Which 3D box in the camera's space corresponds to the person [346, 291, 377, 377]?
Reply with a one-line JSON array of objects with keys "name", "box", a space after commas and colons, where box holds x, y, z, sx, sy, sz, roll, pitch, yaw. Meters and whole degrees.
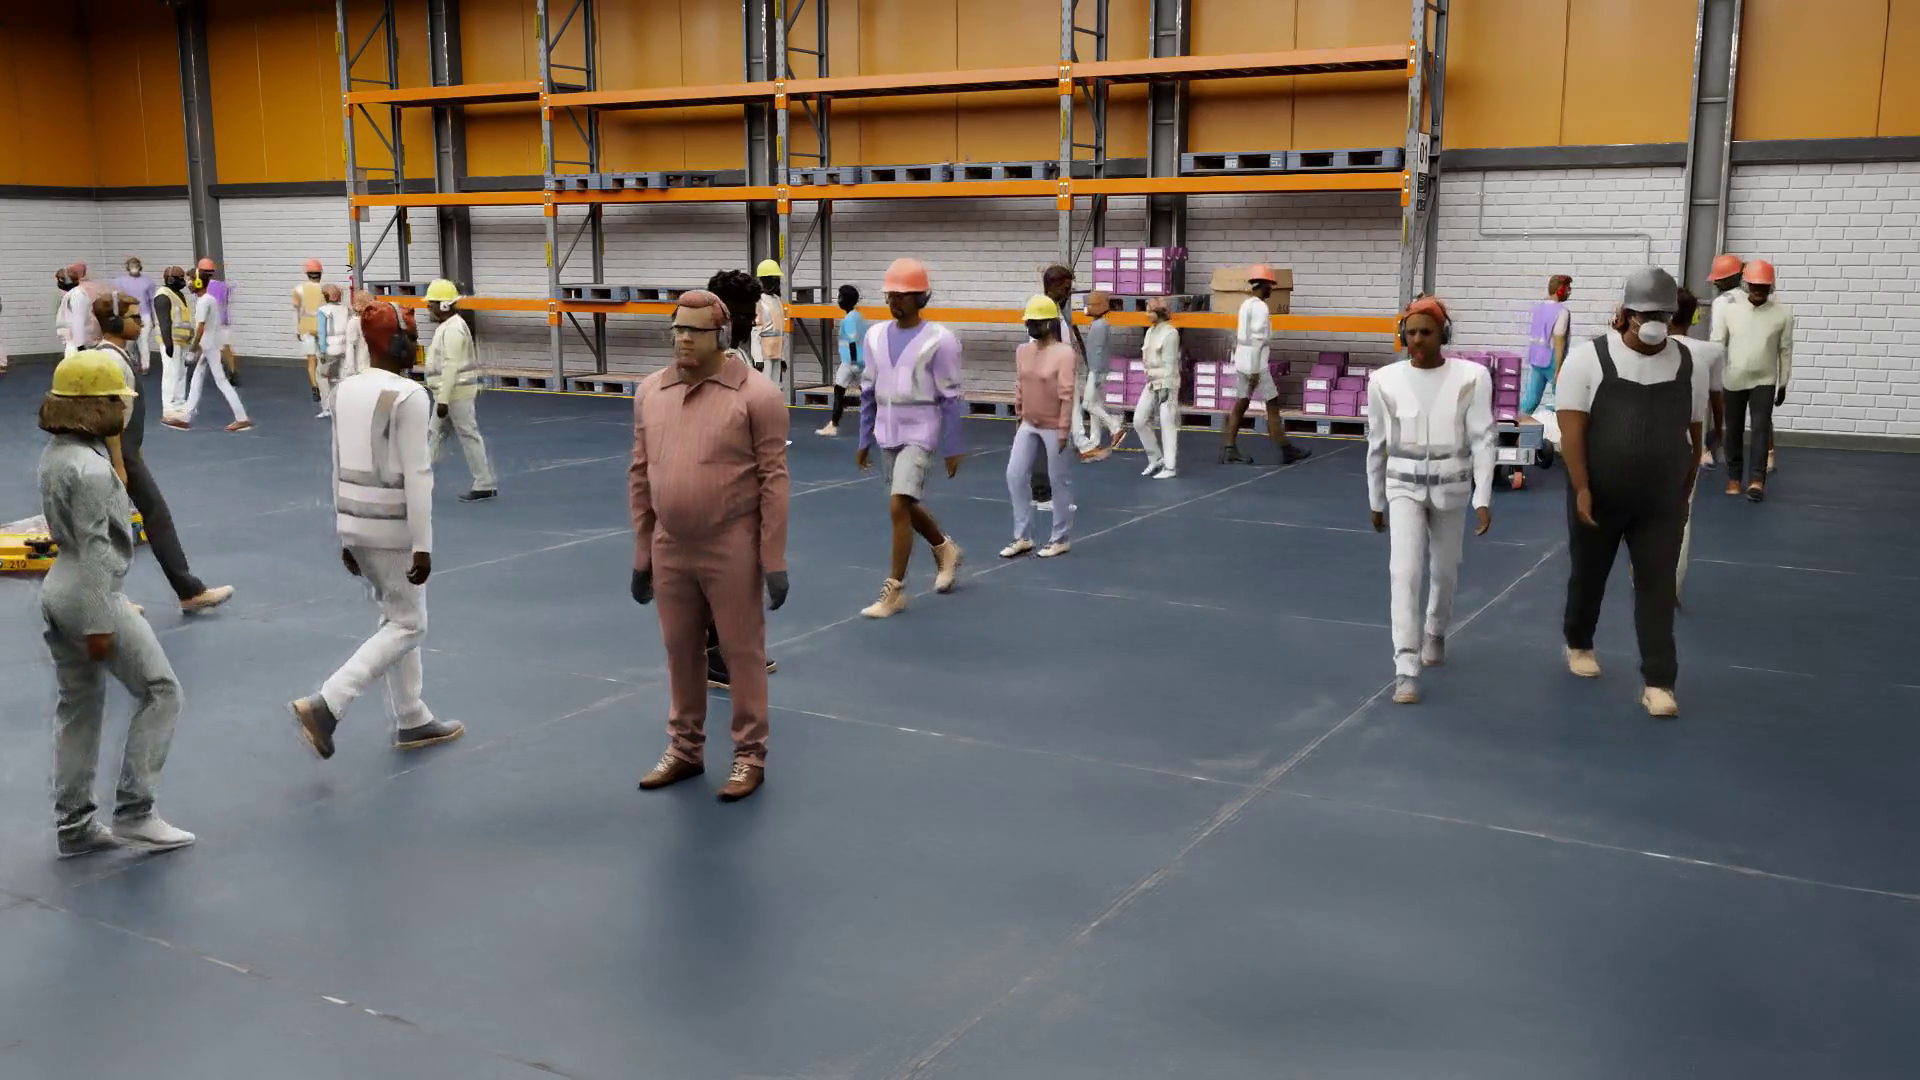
[{"name": "person", "box": [-6.261, -1.845, 17.713, 0.859, 1.584, 0.504, 2, 10, 10]}]

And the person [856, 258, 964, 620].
[{"name": "person", "box": [-0.256, -0.601, 9.512, 0.614, 2.016, 0.986, 8, 13, 37]}]

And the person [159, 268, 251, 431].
[{"name": "person", "box": [-8.454, -2.105, 18.531, 0.940, 1.817, 0.516, -4, 11, -21]}]

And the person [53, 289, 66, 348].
[{"name": "person", "box": [-15.165, -3.749, 28.398, 0.503, 1.639, 0.295, -7, 12, -34]}]

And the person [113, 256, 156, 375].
[{"name": "person", "box": [-13.342, -3.634, 26.963, 0.636, 1.915, 0.904, -5, 11, -27]}]

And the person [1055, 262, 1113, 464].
[{"name": "person", "box": [1.067, -1.671, 15.828, 0.900, 1.906, 0.655, 1, 10, 3]}]

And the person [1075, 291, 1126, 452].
[{"name": "person", "box": [1.387, -1.664, 16.597, 0.414, 1.625, 0.514, 1, 10, 3]}]

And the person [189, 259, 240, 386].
[{"name": "person", "box": [-11.087, -3.216, 24.662, 1.008, 1.885, 0.552, 7, 12, 34]}]

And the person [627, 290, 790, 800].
[{"name": "person", "box": [-0.957, 0.024, 6.251, 0.680, 1.907, 0.403, 4, 11, 22]}]

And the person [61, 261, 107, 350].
[{"name": "person", "box": [-11.970, -2.890, 22.819, 0.899, 1.877, 0.643, 8, 12, 37]}]

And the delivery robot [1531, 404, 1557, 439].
[{"name": "delivery robot", "box": [5.647, -1.062, 15.946, 0.477, 0.478, 0.707, -1, 10, -4]}]

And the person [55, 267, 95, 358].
[{"name": "person", "box": [-10.898, -2.467, 20.628, 0.539, 1.815, 0.630, -5, 11, -27]}]

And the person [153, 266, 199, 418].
[{"name": "person", "box": [-9.492, -2.390, 20.140, 0.435, 1.832, 0.628, 0, 10, 0]}]

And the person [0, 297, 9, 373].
[{"name": "person", "box": [-15.954, -3.708, 27.297, 0.736, 1.946, 0.386, 9, 14, 42]}]

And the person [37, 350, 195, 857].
[{"name": "person", "box": [-2.877, 0.224, 5.635, 0.488, 1.727, 0.525, 10, 14, 43]}]

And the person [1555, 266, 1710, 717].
[{"name": "person", "box": [3.066, -0.292, 7.648, 0.673, 2.000, 0.985, 2, 10, 10]}]

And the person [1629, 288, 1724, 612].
[{"name": "person", "box": [4.153, -0.535, 9.672, 0.541, 1.819, 0.941, 4, 11, 22]}]

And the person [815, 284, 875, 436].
[{"name": "person", "box": [-1.119, -1.951, 18.120, 0.850, 1.660, 0.535, 2, 10, 9]}]

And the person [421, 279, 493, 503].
[{"name": "person", "box": [-4.193, -1.172, 13.309, 0.873, 1.792, 0.621, -4, 11, -22]}]

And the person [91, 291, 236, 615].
[{"name": "person", "box": [-4.495, -0.459, 9.222, 0.852, 1.814, 0.540, -7, 12, -34]}]

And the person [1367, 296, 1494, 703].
[{"name": "person", "box": [2.208, -0.224, 7.845, 0.582, 1.852, 0.945, 3, 10, 17]}]

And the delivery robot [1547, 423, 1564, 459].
[{"name": "delivery robot", "box": [5.666, -0.934, 15.224, 0.477, 0.478, 0.707, -1, 10, -4]}]

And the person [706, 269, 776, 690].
[{"name": "person", "box": [-1.086, -0.285, 7.842, 0.368, 1.959, 0.602, 1, 10, 8]}]

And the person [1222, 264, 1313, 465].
[{"name": "person", "box": [2.918, -1.648, 15.751, 0.932, 1.890, 0.565, -2, 10, -8]}]

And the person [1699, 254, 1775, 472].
[{"name": "person", "box": [7.155, -1.622, 15.328, 0.655, 1.981, 0.784, -4, 11, -21]}]

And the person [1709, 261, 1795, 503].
[{"name": "person", "box": [6.443, -1.291, 13.581, 0.615, 1.936, 1.023, 5, 11, 25]}]

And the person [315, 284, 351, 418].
[{"name": "person", "box": [-7.507, -2.241, 19.866, 0.568, 1.619, 0.538, 5, 11, 27]}]

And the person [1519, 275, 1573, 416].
[{"name": "person", "box": [5.840, -1.715, 16.518, 0.919, 1.821, 0.595, -2, 10, -12]}]

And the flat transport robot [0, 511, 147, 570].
[{"name": "flat transport robot", "box": [-6.011, -0.021, 11.122, 0.652, 0.197, 1.431, 0, 10, 1]}]

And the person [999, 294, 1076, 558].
[{"name": "person", "box": [0.496, -0.732, 10.942, 0.554, 1.743, 0.621, 9, 14, 42]}]

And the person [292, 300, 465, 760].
[{"name": "person", "box": [-2.347, -0.018, 6.615, 0.584, 1.861, 0.715, 8, 13, 37]}]

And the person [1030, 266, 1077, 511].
[{"name": "person", "box": [0.702, -1.188, 13.087, 0.391, 1.914, 0.587, -1, 10, -7]}]

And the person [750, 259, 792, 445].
[{"name": "person", "box": [-1.964, -1.916, 17.156, 0.363, 1.930, 0.587, 4, 11, 19]}]

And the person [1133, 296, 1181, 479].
[{"name": "person", "box": [1.772, -1.339, 14.765, 0.403, 1.621, 0.524, -5, 11, -27]}]

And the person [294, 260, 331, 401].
[{"name": "person", "box": [-8.704, -2.835, 22.505, 0.544, 1.881, 1.011, -3, 11, -19]}]
